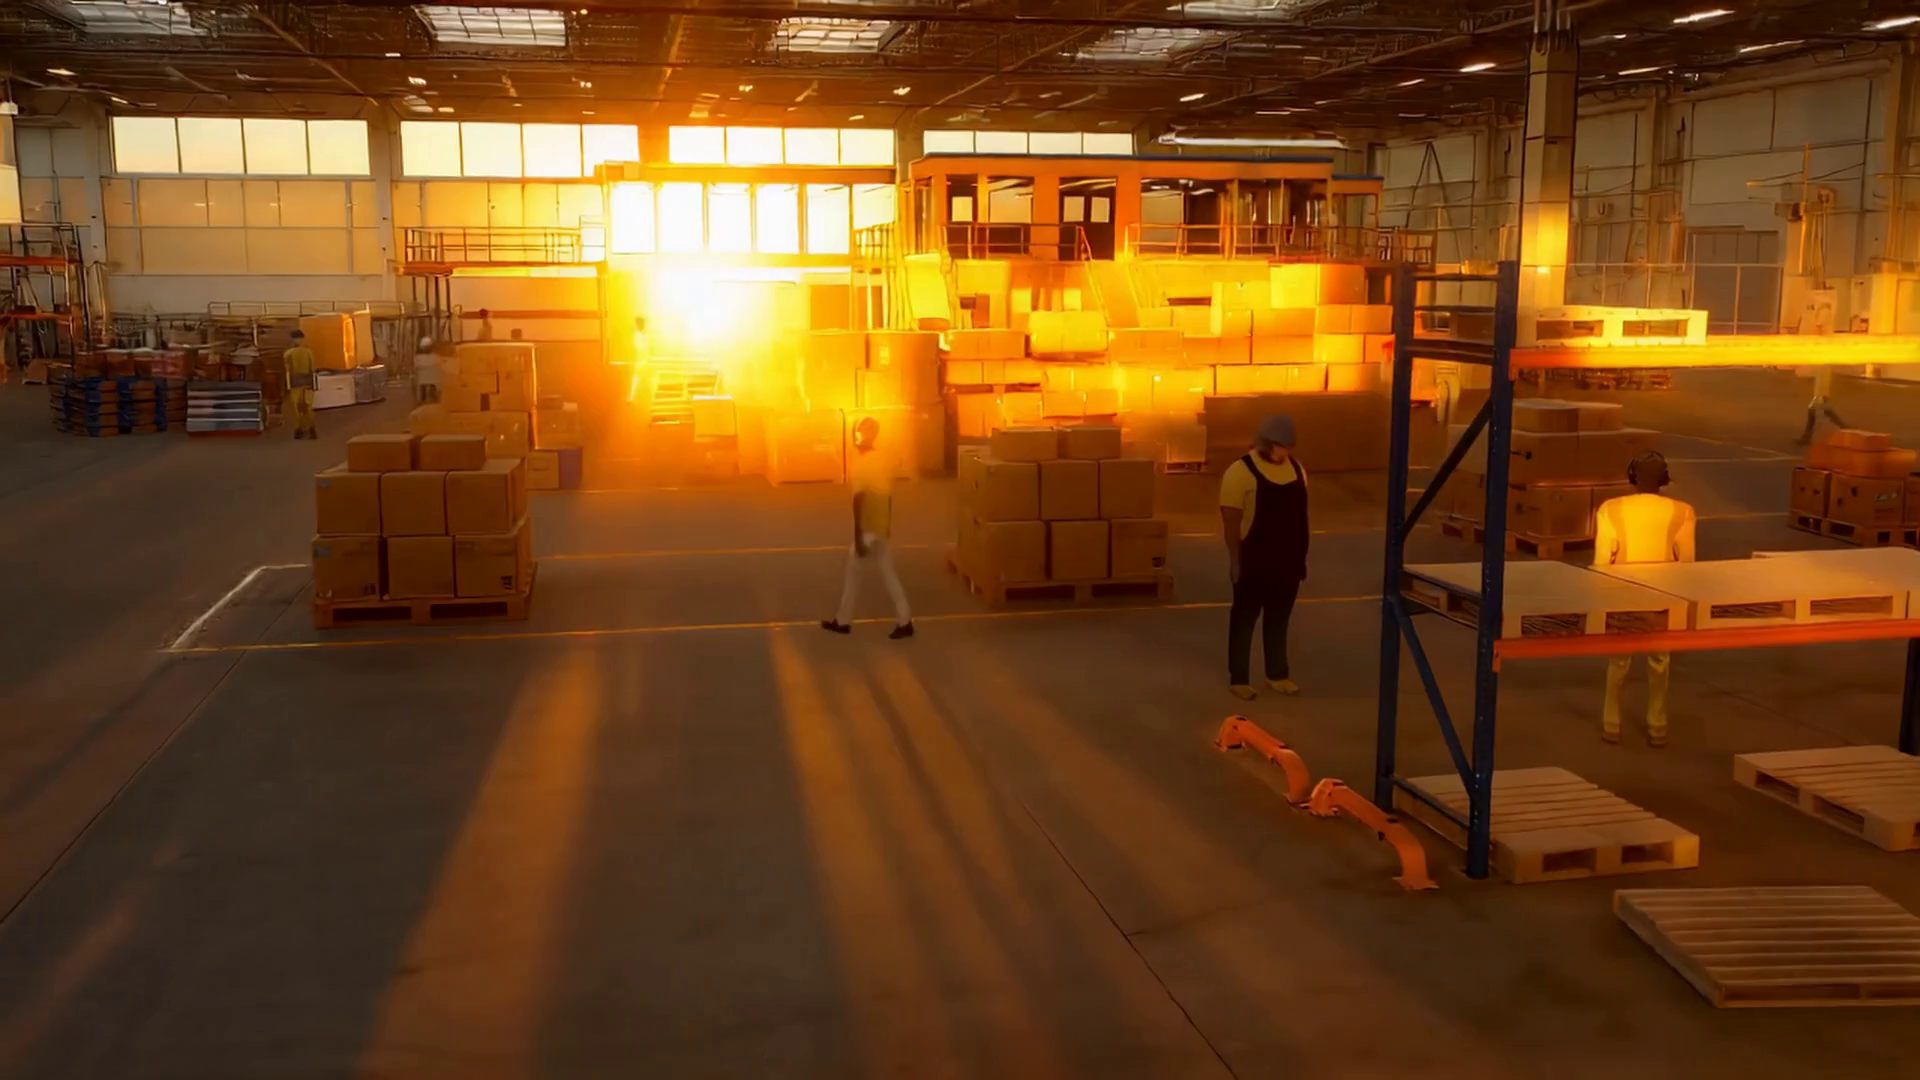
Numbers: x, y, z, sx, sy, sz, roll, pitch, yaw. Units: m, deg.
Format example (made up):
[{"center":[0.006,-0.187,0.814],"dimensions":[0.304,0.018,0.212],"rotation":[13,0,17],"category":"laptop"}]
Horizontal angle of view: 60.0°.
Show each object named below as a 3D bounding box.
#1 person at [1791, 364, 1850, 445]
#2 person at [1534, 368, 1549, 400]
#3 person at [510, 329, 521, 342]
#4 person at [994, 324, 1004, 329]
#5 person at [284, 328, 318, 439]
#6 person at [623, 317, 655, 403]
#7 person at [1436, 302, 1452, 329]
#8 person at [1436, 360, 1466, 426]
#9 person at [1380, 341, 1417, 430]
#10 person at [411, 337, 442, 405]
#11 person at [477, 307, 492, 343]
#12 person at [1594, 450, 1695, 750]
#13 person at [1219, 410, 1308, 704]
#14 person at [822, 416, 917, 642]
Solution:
[{"center":[14.577,-2.510,27.909],"dimensions":[0.900,1.907,0.547],"rotation":[7,12,38],"category":"person"},{"center":[12.948,-3.929,37.029],"dimensions":[0.492,1.743,0.299],"rotation":[-8,12,-40],"category":"person"},{"center":[-8.244,-2.985,30.890],"dimensions":[0.618,1.862,0.987],"rotation":[-5,10,-26],"category":"person"},{"center":[0.885,-3.582,34.691],"dimensions":[0.538,1.822,0.933],"rotation":[-9,13,-44],"category":"person"},{"center":[-11.533,-2.728,29.121],"dimensions":[0.549,1.937,0.358],"rotation":[-7,11,-35],"category":"person"},{"center":[-7.072,-3.988,36.862],"dimensions":[0.627,1.909,0.987],"rotation":[6,11,32],"category":"person"},{"center":[14.858,-6.290,50.857],"dimensions":[0.614,1.932,0.482],"rotation":[6,11,33],"category":"person"},{"center":[9.278,-3.040,31.374],"dimensions":[0.436,1.831,0.629],"rotation":[-5,11,-27],"category":"person"},{"center":[8.043,-2.953,30.523],"dimensions":[0.650,1.930,0.560],"rotation":[2,10,13],"category":"person"},{"center":[-9.800,-2.883,30.691],"dimensions":[0.519,1.731,0.884],"rotation":[1,9,7],"category":"person"},{"center":[-14.096,-5.975,49.236],"dimensions":[0.598,1.823,0.519],"rotation":[9,13,43],"category":"person"},{"center":[4.248,0.374,10.373],"dimensions":[0.585,1.882,0.340],"rotation":[3,10,17],"category":"person"},{"center":[2.166,0.106,11.532],"dimensions":[0.676,2.000,0.536],"rotation":[-5,11,-28],"category":"person"},{"center":[-0.701,-0.087,13.418],"dimensions":[0.999,1.831,0.531],"rotation":[8,13,42],"category":"person"}]
